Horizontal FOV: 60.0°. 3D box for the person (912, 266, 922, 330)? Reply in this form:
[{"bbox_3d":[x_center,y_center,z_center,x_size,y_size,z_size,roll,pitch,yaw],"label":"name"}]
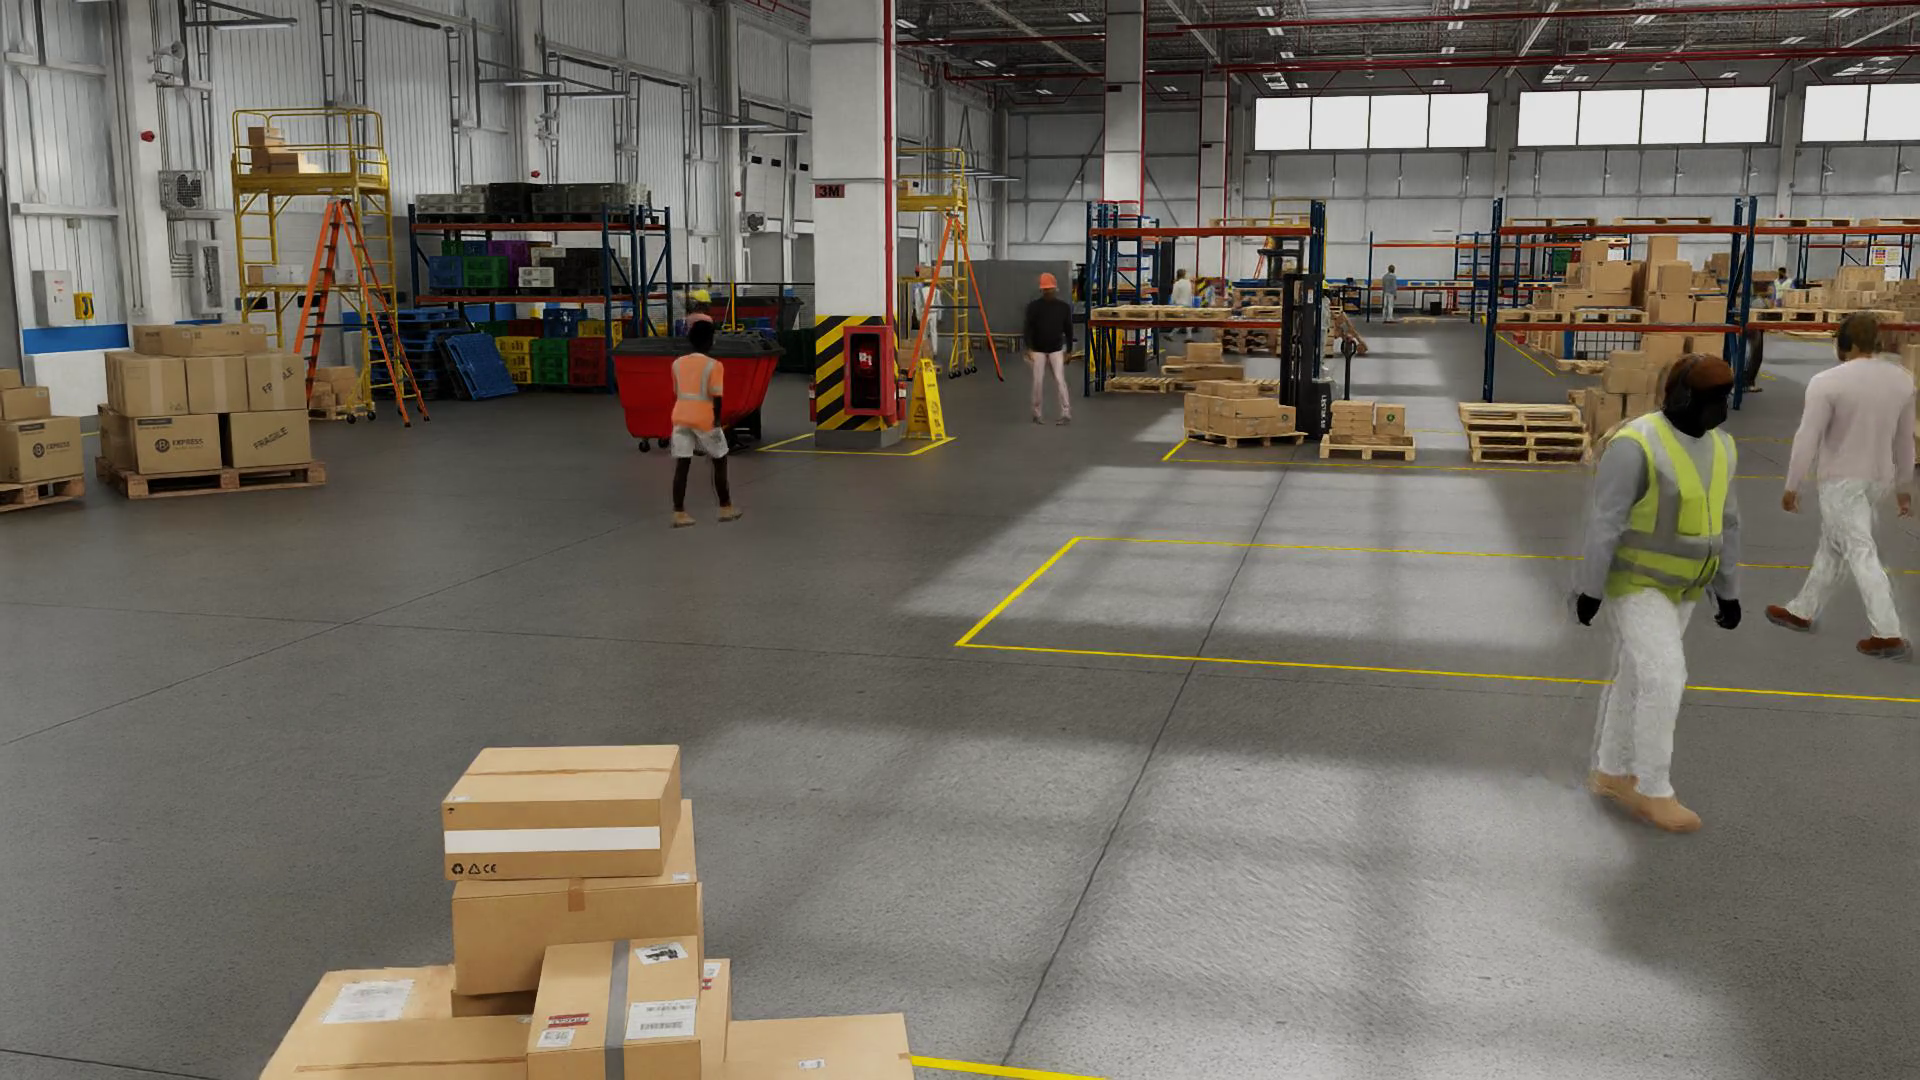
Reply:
[{"bbox_3d":[-1.263,-7.339,50.432,0.386,1.928,0.549,3,10,18],"label":"person"}]

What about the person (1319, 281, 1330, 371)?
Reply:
[{"bbox_3d":[6.920,-4.100,31.920,0.483,1.737,0.319,-5,11,-26],"label":"person"}]

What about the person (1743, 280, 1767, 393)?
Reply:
[{"bbox_3d":[12.898,-3.289,26.943,0.335,1.813,0.617,2,10,14],"label":"person"}]

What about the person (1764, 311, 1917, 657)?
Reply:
[{"bbox_3d":[4.957,-0.325,9.272,0.643,1.884,1.042,-3,10,-16],"label":"person"}]

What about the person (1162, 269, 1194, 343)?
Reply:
[{"bbox_3d":[5.583,-5.946,42.347,1.039,1.880,0.655,9,13,42],"label":"person"}]

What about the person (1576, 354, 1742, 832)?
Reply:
[{"bbox_3d":[2.751,0.195,6.397,0.646,1.808,0.708,-6,11,-32],"label":"person"}]

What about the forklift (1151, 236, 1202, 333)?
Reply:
[{"bbox_3d":[5.866,-7.214,46.878,1.873,2.768,1.129,2,10,14],"label":"forklift"}]

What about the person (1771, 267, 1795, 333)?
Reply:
[{"bbox_3d":[23.957,-6.986,48.424,0.456,1.908,0.619,-6,12,-34],"label":"person"}]

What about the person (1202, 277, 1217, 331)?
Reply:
[{"bbox_3d":[7.406,-6.948,49.094,0.848,1.595,0.516,-3,10,-17],"label":"person"}]

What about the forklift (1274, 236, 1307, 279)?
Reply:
[{"bbox_3d":[10.043,-7.868,50.731,1.129,2.768,1.873,8,13,40],"label":"forklift"}]

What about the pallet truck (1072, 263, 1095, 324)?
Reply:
[{"bbox_3d":[4.325,-8.180,55.162,0.823,1.965,1.885,6,11,31],"label":"pallet truck"}]

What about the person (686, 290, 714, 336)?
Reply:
[{"bbox_3d":[-3.332,-2.407,21.917,0.545,1.733,0.813,8,12,38],"label":"person"}]

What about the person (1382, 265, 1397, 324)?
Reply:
[{"bbox_3d":[14.145,-8.073,54.709,0.373,1.940,0.628,-4,11,-24],"label":"person"}]

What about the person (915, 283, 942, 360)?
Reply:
[{"bbox_3d":[-0.666,-4.794,35.715,0.590,1.844,0.986,-3,10,-15],"label":"person"}]

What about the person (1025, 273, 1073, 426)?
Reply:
[{"bbox_3d":[1.162,-2.480,21.677,0.613,1.971,0.479,1,10,8],"label":"person"}]

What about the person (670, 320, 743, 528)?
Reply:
[{"bbox_3d":[-2.081,-0.945,13.541,0.553,1.663,0.776,5,11,25],"label":"person"}]

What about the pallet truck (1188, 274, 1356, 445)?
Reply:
[{"bbox_3d":[3.653,-2.138,19.590,1.885,1.965,0.823,-4,10,-20],"label":"pallet truck"}]
